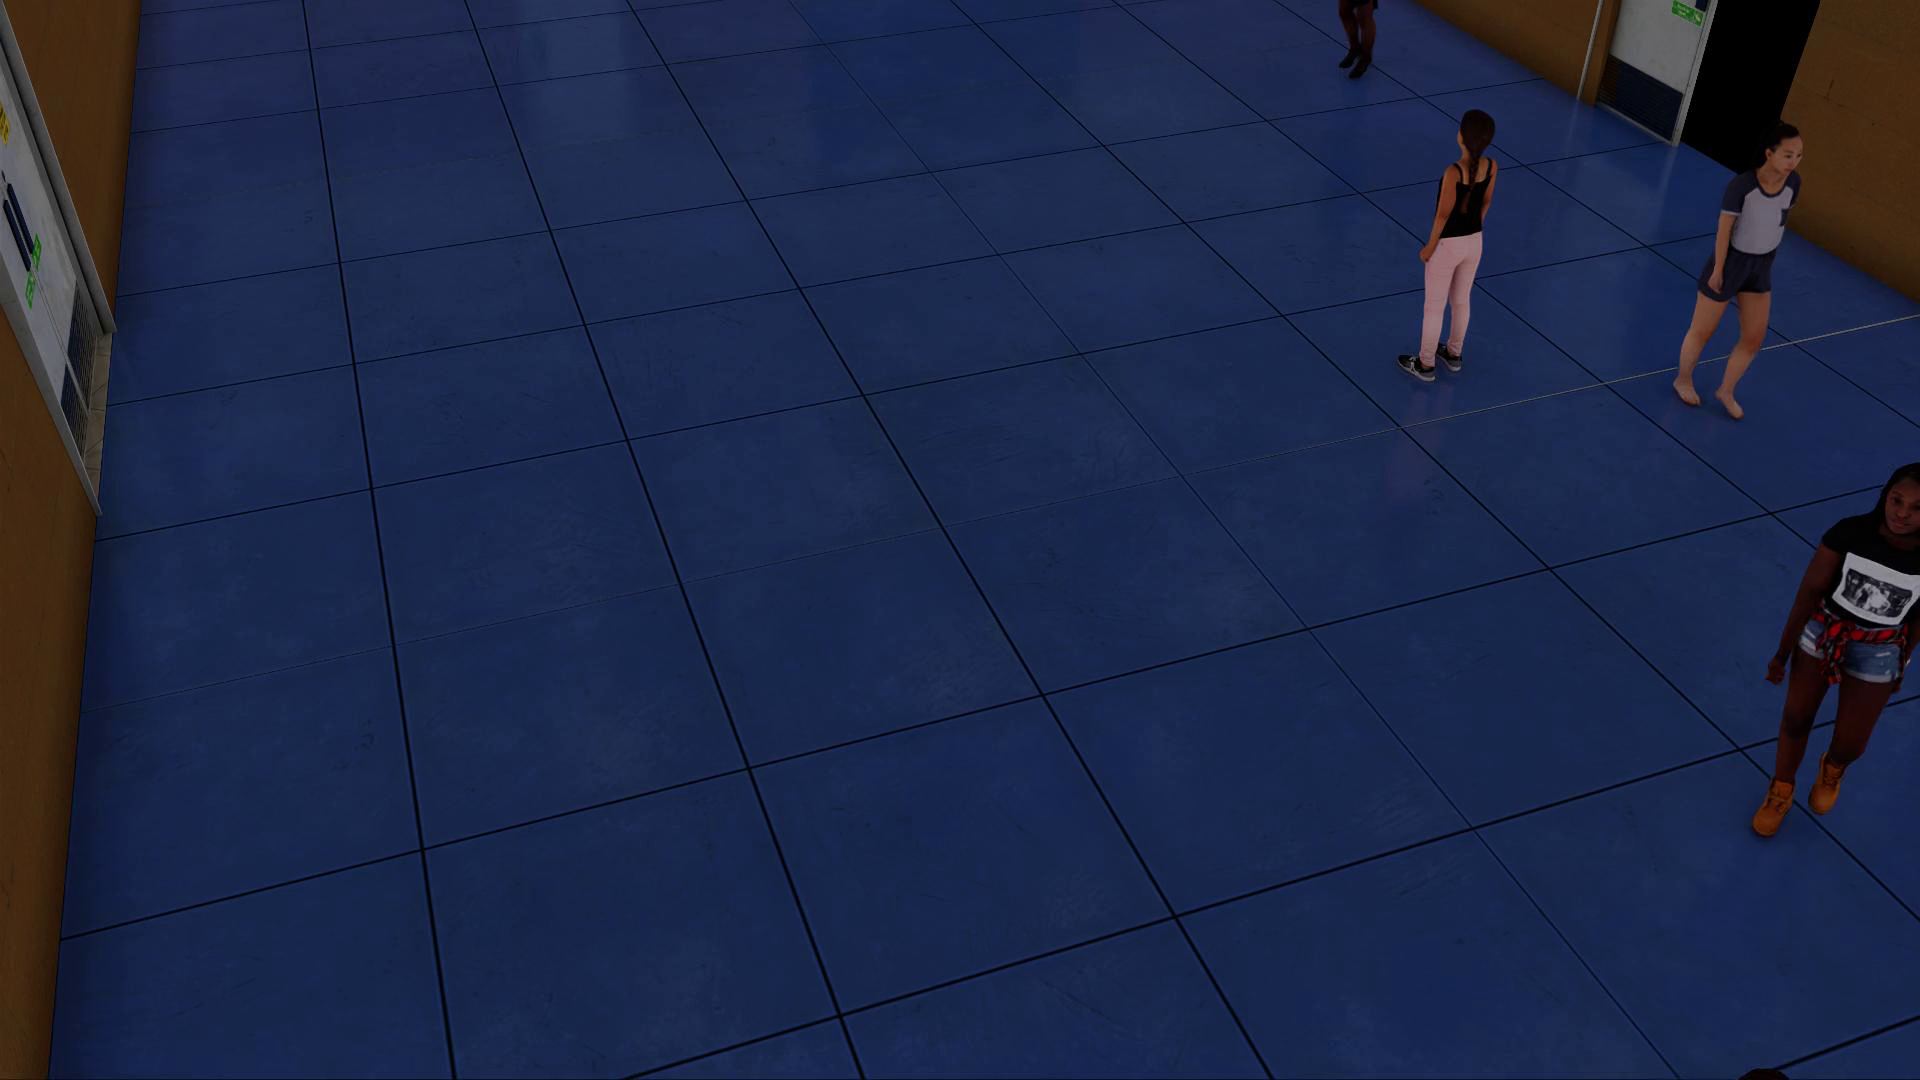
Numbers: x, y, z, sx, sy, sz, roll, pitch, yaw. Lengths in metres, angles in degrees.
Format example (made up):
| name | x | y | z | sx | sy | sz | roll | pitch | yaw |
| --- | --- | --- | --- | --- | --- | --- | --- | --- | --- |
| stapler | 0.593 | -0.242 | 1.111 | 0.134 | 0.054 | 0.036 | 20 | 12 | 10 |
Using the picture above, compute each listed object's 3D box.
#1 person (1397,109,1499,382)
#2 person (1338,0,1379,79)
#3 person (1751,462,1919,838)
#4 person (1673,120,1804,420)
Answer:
| name | x | y | z | sx | sy | sz | roll | pitch | yaw |
| --- | --- | --- | --- | --- | --- | --- | --- | --- | --- |
| person | 2.715 | -1.607 | 9.102 | 0.465 | 1.565 | 0.606 | -14 | 39 | -18 |
| person | 3.098 | -4.303 | 12.591 | 0.629 | 1.672 | 0.638 | -8 | 38 | -10 |
| person | 3.363 | 0.404 | 6.299 | 0.778 | 1.713 | 0.854 | 24 | 43 | 28 |
| person | 4.083 | -1.463 | 8.852 | 0.649 | 1.634 | 0.720 | -5 | 37 | -6 |
